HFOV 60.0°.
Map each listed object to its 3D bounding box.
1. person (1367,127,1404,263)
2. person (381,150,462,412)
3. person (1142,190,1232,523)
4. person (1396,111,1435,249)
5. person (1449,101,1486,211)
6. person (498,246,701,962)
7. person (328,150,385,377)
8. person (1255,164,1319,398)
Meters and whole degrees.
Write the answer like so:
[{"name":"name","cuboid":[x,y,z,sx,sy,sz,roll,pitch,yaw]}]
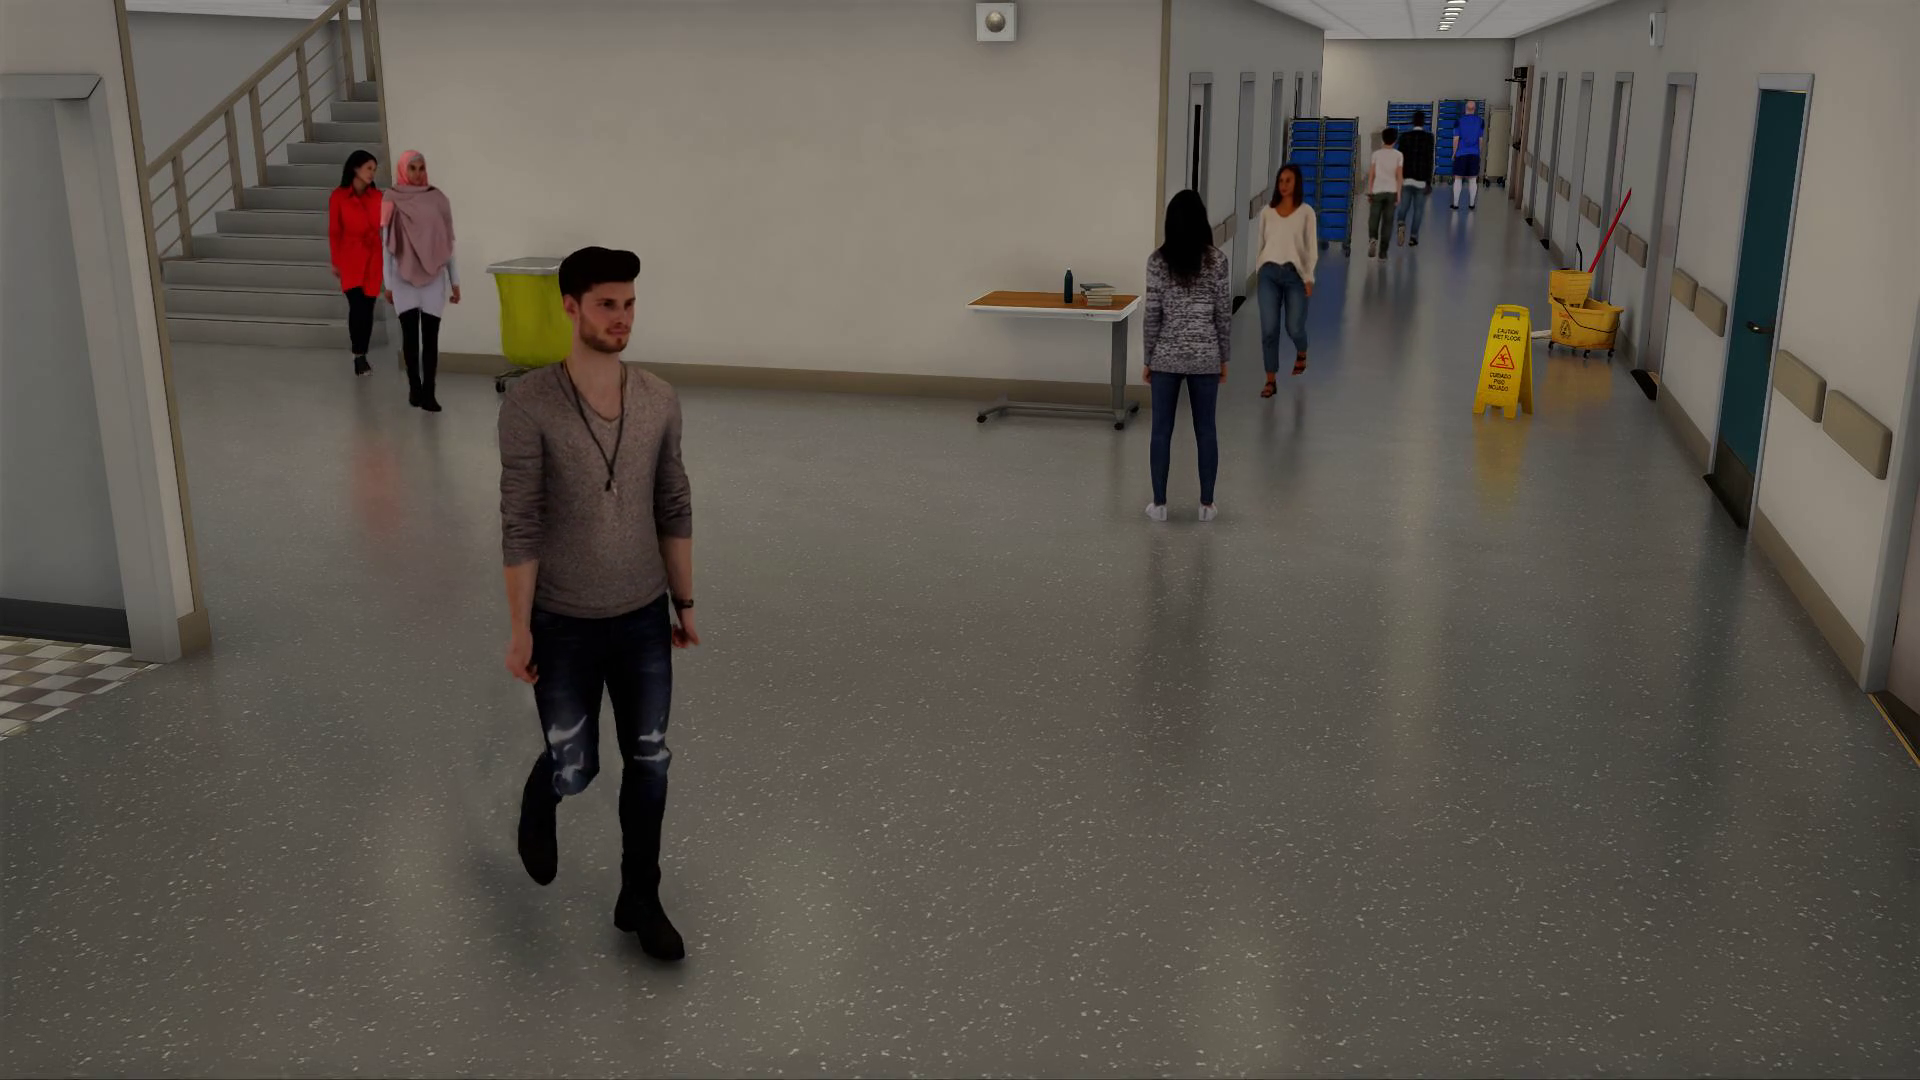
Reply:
[{"name":"person","cuboid":[5.268,-4.280,20.683,0.599,1.645,0.851,6,17,19]},{"name":"person","cuboid":[-3.792,-1.796,11.593,0.767,1.796,0.830,-9,18,-29]},{"name":"person","cuboid":[1.179,-0.959,8.739,0.649,1.734,0.579,1,16,5]},{"name":"person","cuboid":[6.024,-4.770,22.138,0.793,1.797,1.133,7,17,23]},{"name":"person","cuboid":[8.768,-6.658,28.752,0.711,1.842,0.638,1,16,4]},{"name":"person","cuboid":[-1.002,0.174,4.436,1.025,1.887,1.071,-10,19,-32]},{"name":"person","cuboid":[-4.644,-2.111,12.845,0.774,1.723,0.835,-9,18,-28]},{"name":"person","cuboid":[2.411,-1.904,12.222,0.753,1.663,1.016,8,18,27]}]
